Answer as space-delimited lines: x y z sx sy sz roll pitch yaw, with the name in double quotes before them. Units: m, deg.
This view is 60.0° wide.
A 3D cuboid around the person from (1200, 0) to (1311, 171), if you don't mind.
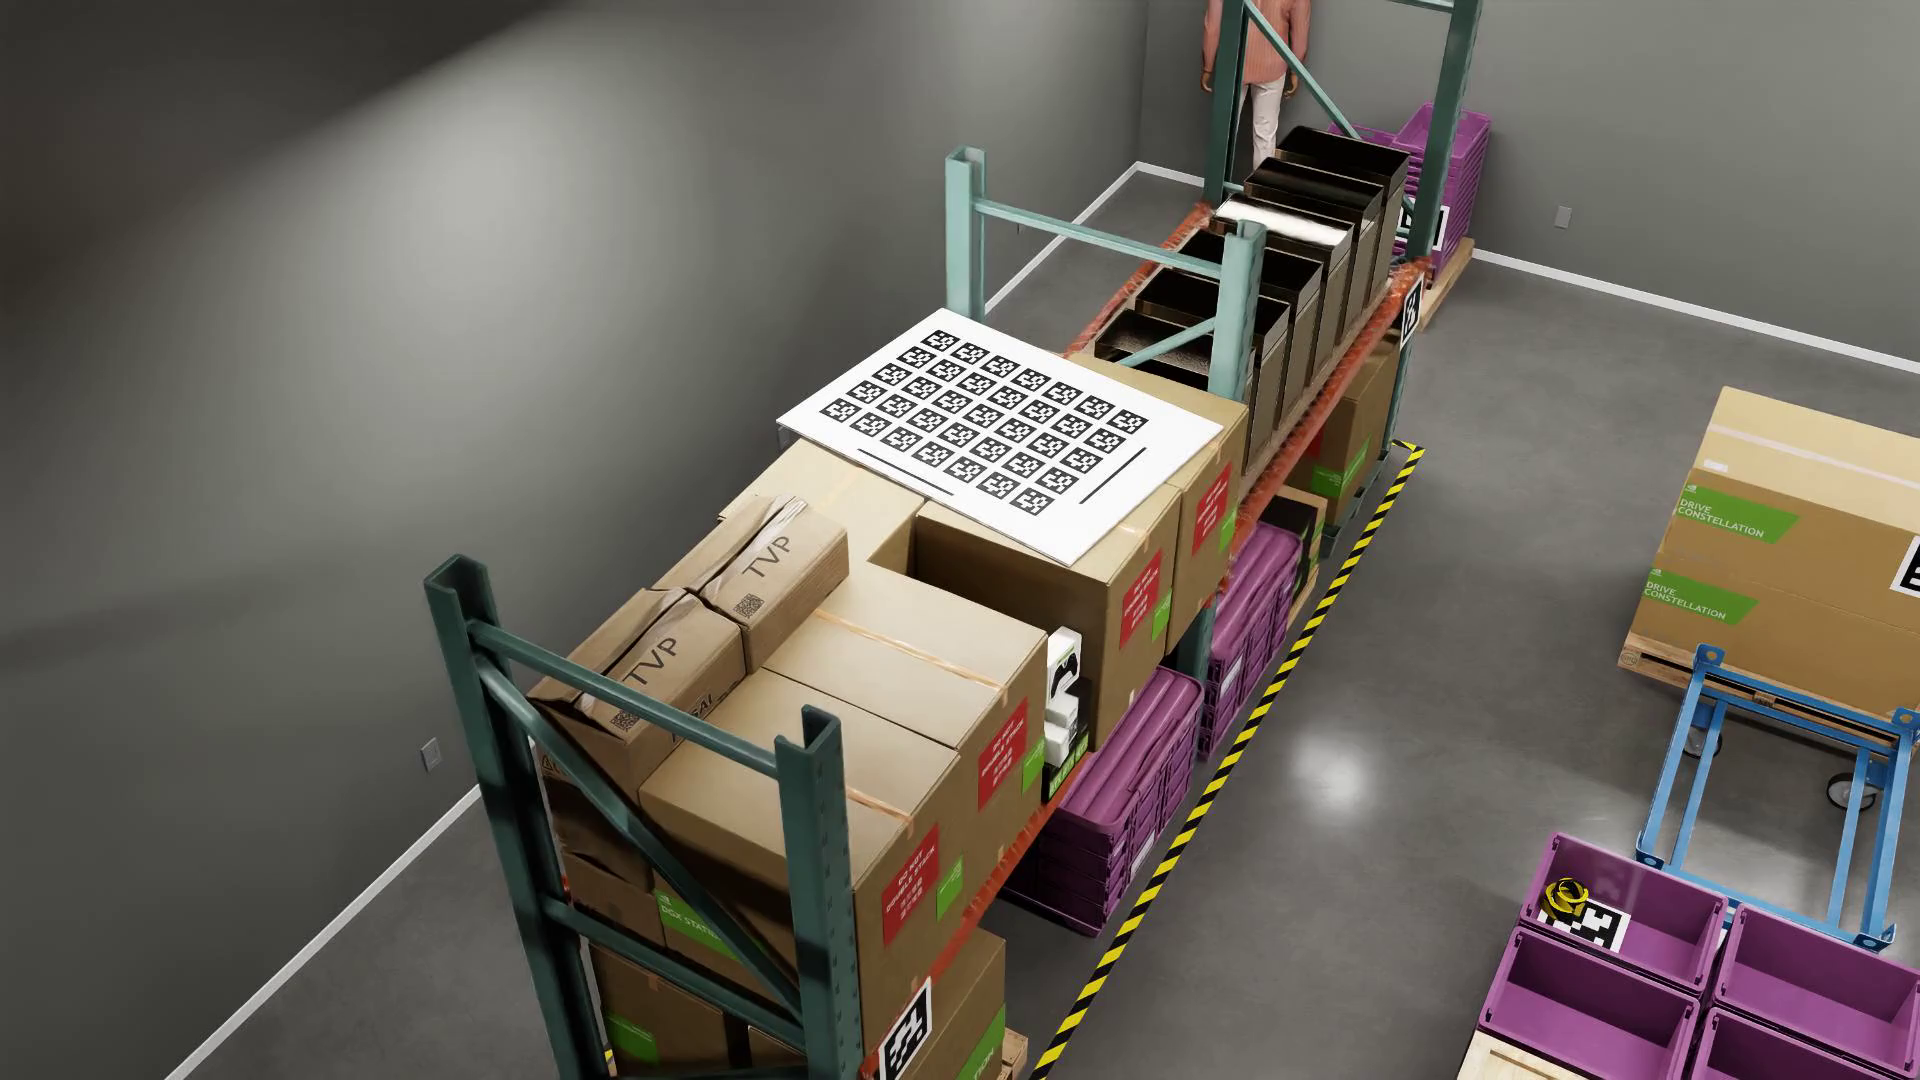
"person" 1.743 -2.833 9.929 0.622 1.994 0.381 4 40 5
